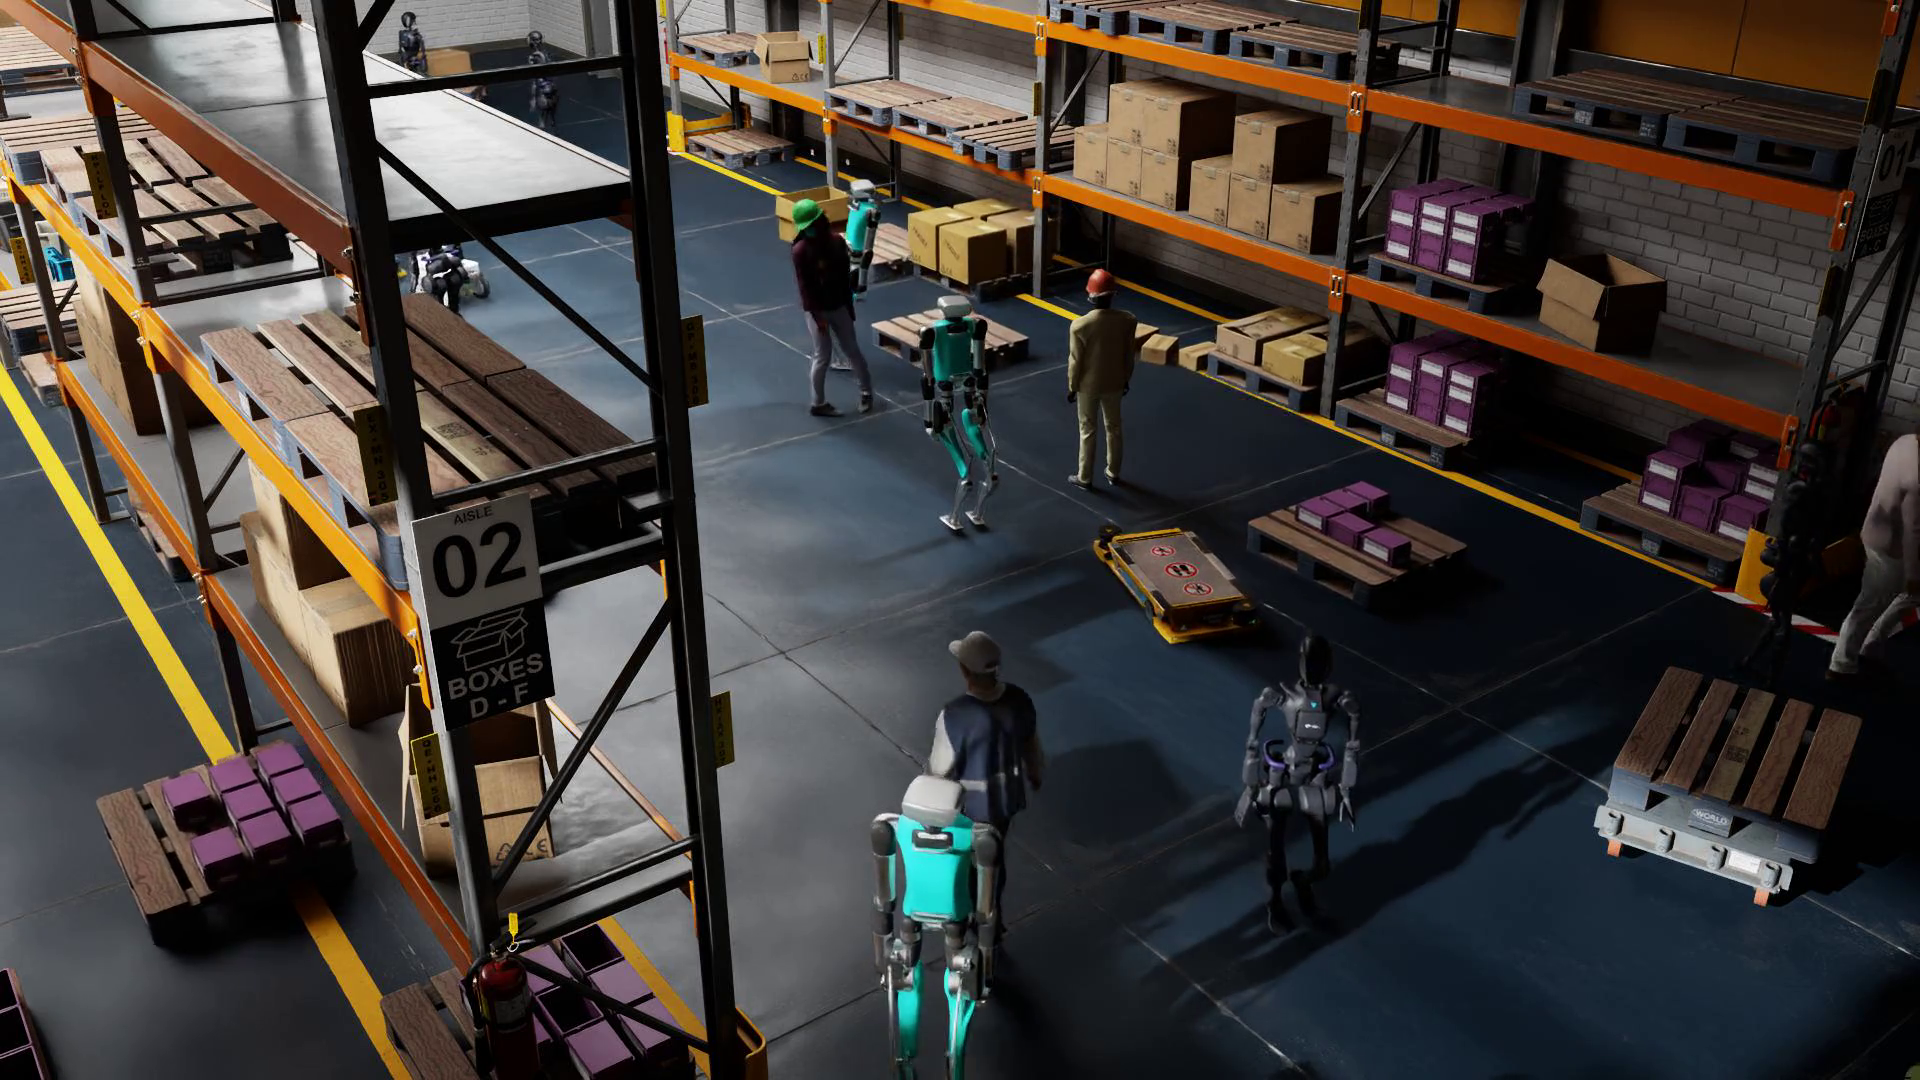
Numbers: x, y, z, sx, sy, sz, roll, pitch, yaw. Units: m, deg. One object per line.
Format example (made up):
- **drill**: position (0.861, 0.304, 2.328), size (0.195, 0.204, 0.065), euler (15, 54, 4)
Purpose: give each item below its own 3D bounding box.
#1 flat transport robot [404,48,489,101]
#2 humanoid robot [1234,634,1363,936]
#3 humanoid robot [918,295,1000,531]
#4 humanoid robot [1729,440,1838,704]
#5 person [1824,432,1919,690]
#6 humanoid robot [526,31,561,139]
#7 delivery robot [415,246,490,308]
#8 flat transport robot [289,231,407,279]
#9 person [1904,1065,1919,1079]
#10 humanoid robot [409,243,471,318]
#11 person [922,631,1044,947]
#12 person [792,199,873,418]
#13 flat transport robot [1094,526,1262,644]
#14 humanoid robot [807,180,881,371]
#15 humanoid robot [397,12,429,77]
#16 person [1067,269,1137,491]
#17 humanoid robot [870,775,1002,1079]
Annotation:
- **flat transport robot**: position (-7.746, -6.485, 24.886), size (0.659, 0.231, 1.431), euler (0, 27, 1)
- **humanoid robot**: position (1.631, 1.183, 8.063), size (0.584, 1.643, 0.376), euler (0, 27, 0)
- **humanoid robot**: position (0.055, -0.865, 11.978), size (0.530, 1.707, 0.707), euler (-13, 30, -24)
- **humanoid robot**: position (5.069, 0.175, 10.082), size (0.583, 1.652, 0.501), euler (-22, 34, -37)
- **person**: position (5.697, 0.068, 10.020), size (0.573, 1.914, 0.659), euler (9, 28, 17)
- **humanoid robot**: position (-5.565, -5.986, 22.338), size (0.369, 1.641, 0.631), euler (4, 27, 8)
- **delivery robot**: position (-5.247, -2.706, 17.056), size (0.779, 0.598, 0.499), euler (15, 31, 28)
- **flat transport robot**: position (-6.681, -2.943, 17.842), size (1.431, 0.231, 0.659), euler (16, 31, 29)
- **person**: position (3.462, 2.336, 5.877), size (0.820, 1.577, 0.537), euler (-14, 30, -26)
- **humanoid robot**: position (-4.783, -2.477, 15.367), size (0.435, 1.640, 0.599), euler (20, 33, 35)
- **person**: position (0.091, 1.221, 7.911), size (0.789, 1.740, 0.471), euler (-19, 32, -33)
- **person**: position (-1.074, -1.970, 14.108), size (0.658, 1.890, 0.509), euler (-15, 30, -28)
- **flat transport robot**: position (1.476, 0.268, 11.454), size (0.659, 0.231, 1.431), euler (-8, 28, -15)
- **humanoid robot**: position (-1.145, -2.329, 14.993), size (0.838, 1.783, 0.620), euler (-13, 29, -23)
- **humanoid robot**: position (-7.771, -6.650, 23.637), size (0.583, 1.647, 0.349), euler (16, 31, 28)
- **person**: position (1.072, -1.228, 12.773), size (0.561, 1.754, 0.320), euler (-11, 29, -21)
- **humanoid robot**: position (-0.133, 1.869, 6.683), size (0.538, 1.831, 0.725), euler (5, 27, 9)
